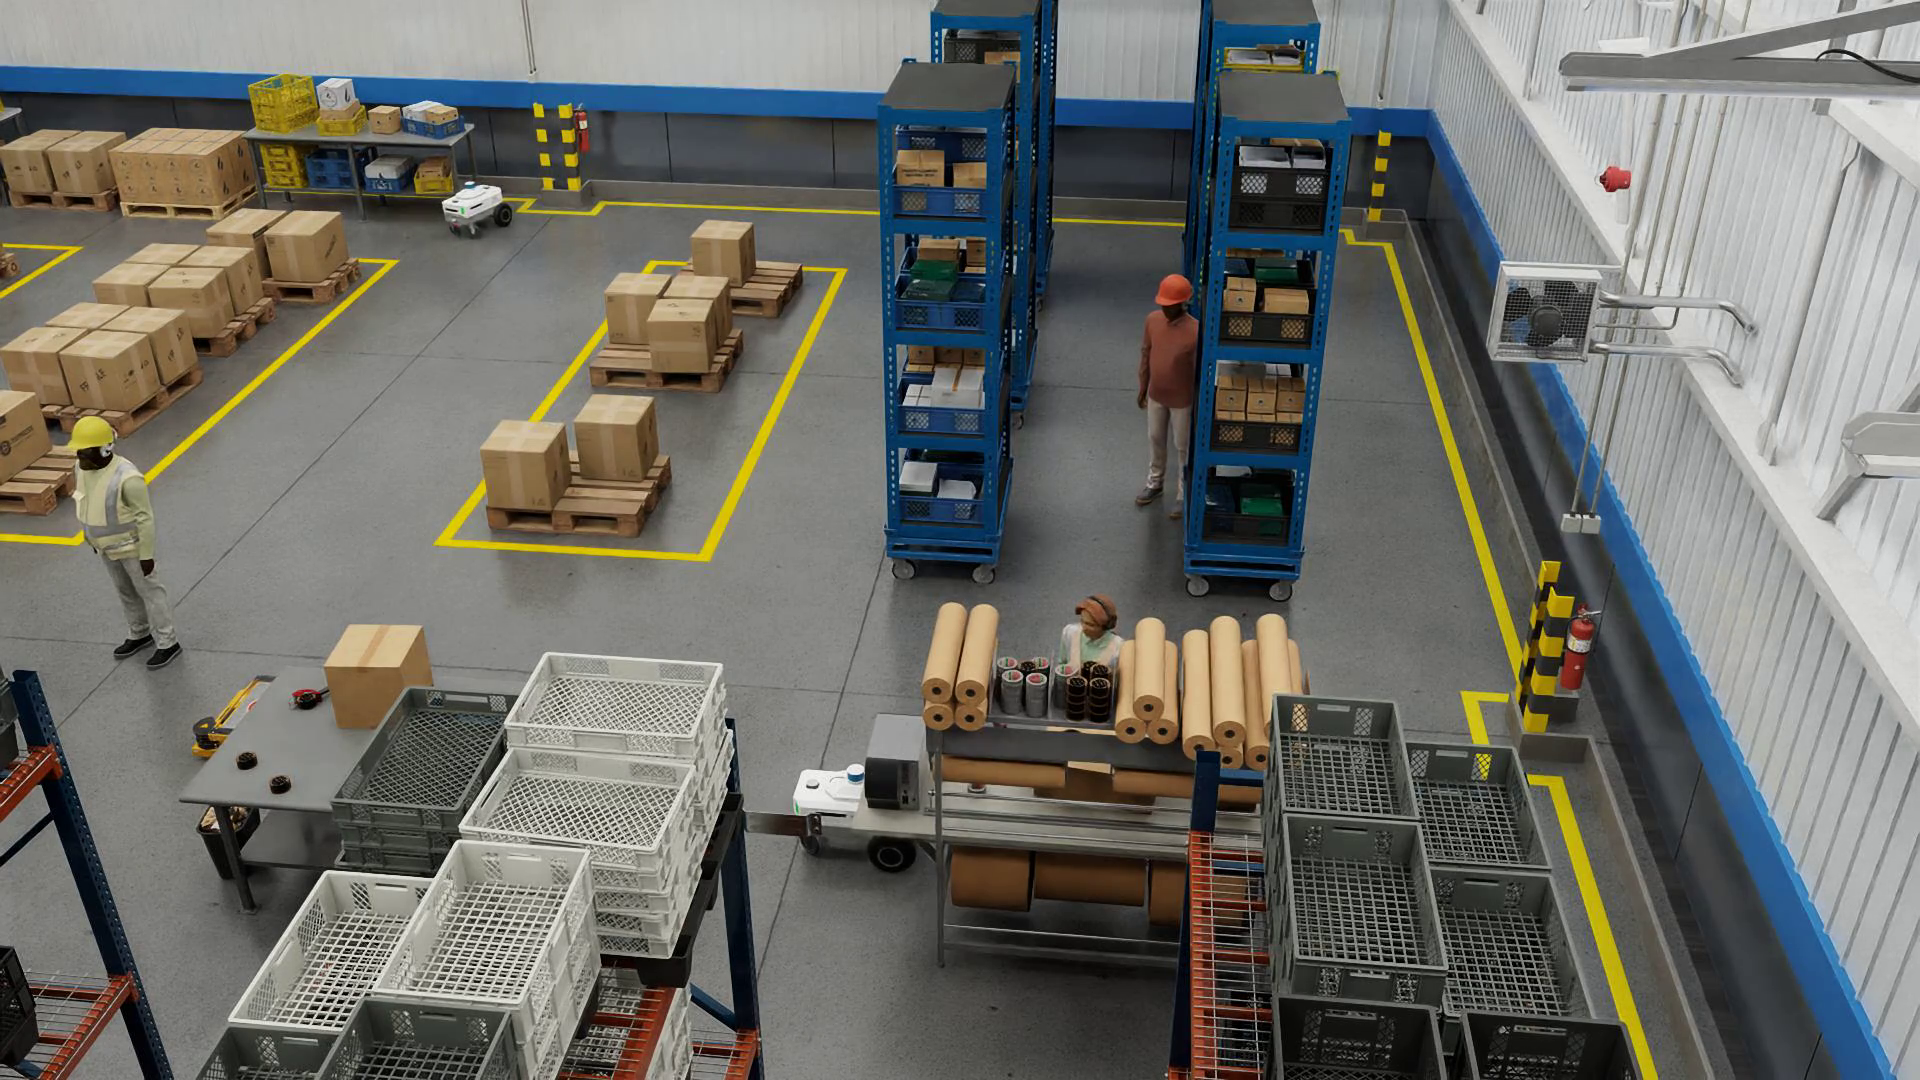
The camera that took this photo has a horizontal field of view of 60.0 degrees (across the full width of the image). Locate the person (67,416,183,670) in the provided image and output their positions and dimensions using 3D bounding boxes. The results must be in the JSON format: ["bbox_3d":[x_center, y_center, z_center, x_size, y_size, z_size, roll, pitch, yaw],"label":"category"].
[{"bbox_3d":[-5.598,0.010,11.084,0.589,1.837,0.404,14,33,23],"label":"person"}]

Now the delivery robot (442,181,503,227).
[{"bbox_3d":[-5.515,-3.809,18.819,0.477,0.478,0.707,14,33,23],"label":"delivery robot"}]

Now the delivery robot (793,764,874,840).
[{"bbox_3d":[-0.600,1.523,9.661,0.707,0.478,0.477,4,31,6],"label":"delivery robot"}]

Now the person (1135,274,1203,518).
[{"bbox_3d":[1.617,-1.126,12.888,0.612,1.986,0.401,26,39,37],"label":"person"}]

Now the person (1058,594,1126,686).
[{"bbox_3d":[0.773,1.010,9.567,0.516,1.634,0.311,23,37,33],"label":"person"}]
